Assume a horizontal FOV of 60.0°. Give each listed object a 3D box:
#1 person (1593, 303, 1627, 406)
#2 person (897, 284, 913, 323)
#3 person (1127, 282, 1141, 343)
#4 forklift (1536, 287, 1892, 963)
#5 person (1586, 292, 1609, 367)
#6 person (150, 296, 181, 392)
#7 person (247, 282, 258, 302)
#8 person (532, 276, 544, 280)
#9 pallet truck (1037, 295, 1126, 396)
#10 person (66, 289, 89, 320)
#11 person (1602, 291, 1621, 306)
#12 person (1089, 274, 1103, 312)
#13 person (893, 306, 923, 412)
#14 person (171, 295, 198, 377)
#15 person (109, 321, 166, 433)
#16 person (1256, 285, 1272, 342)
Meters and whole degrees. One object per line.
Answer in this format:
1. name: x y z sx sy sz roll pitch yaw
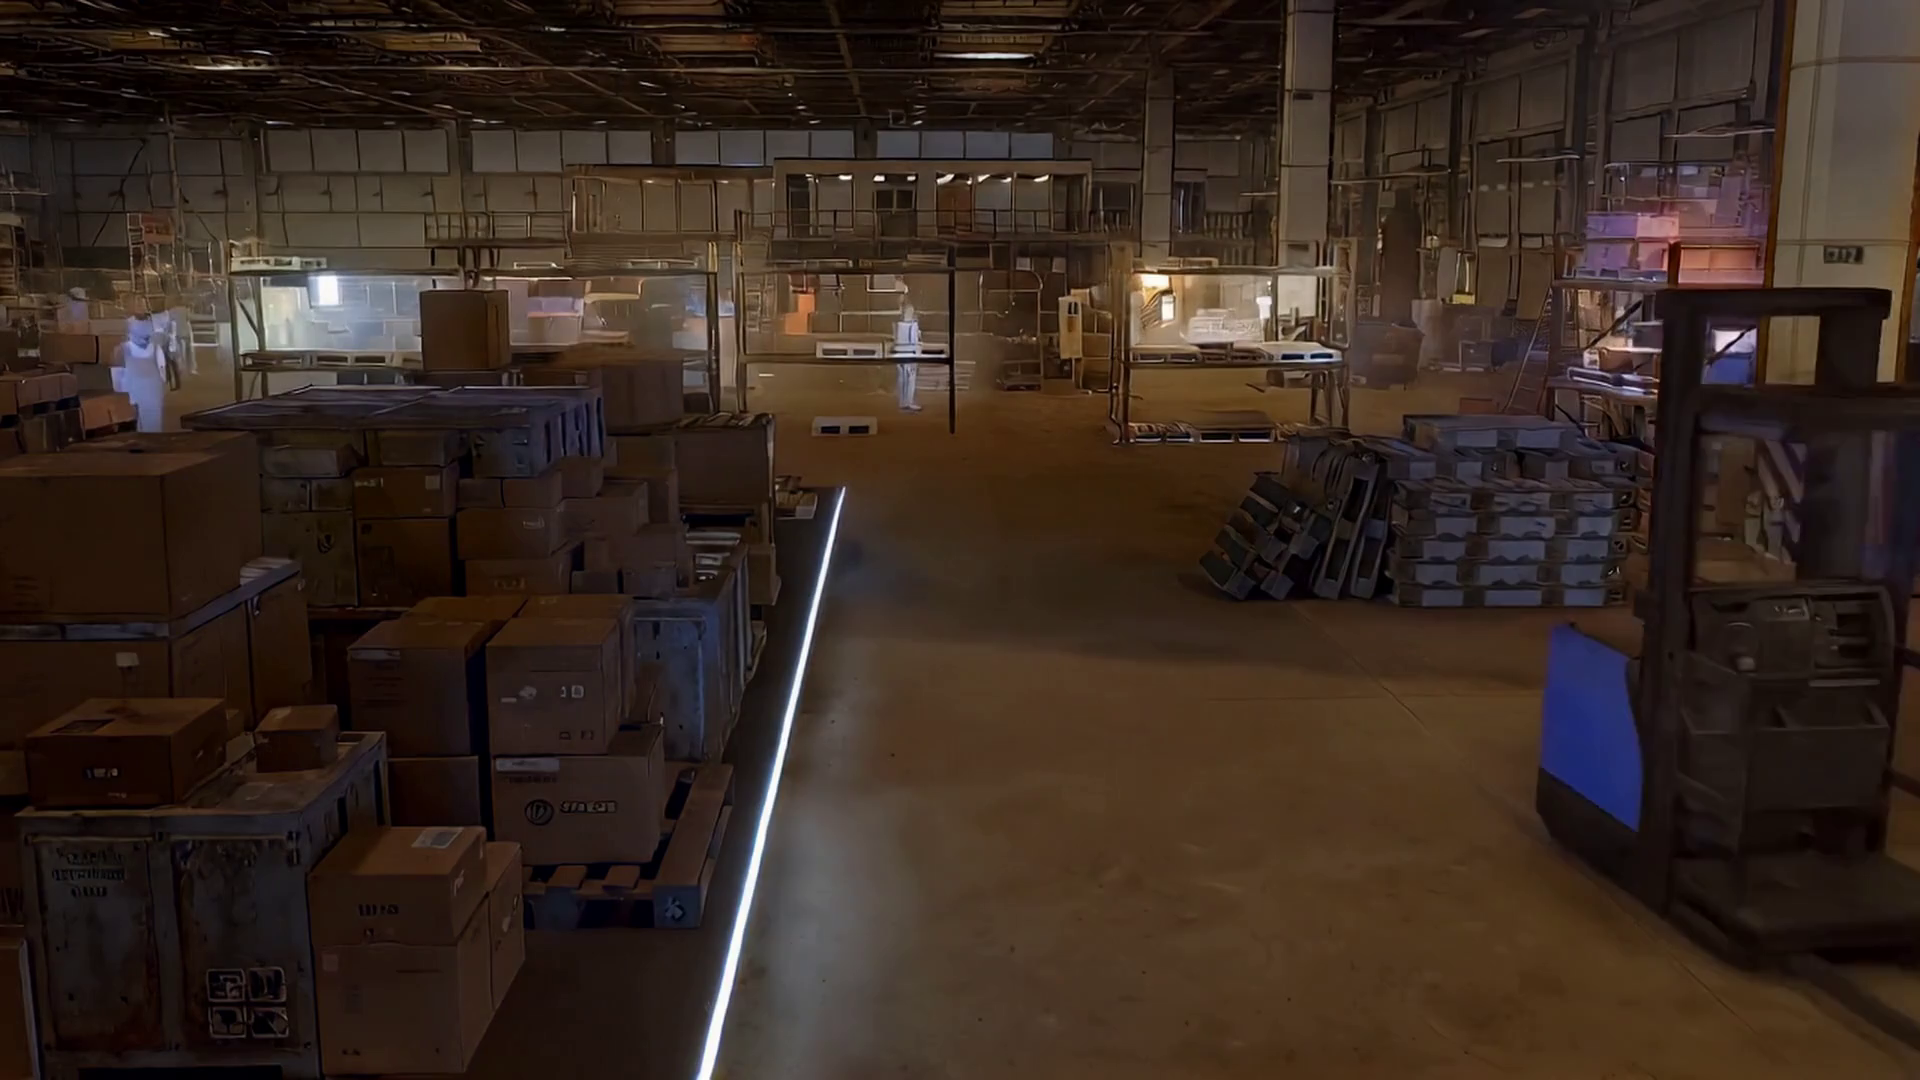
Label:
1. person: 11.999 -3.403 30.705 0.630 1.936 0.514 -1 10 -7
2. person: -1.480 -6.004 45.172 0.479 1.896 0.661 -7 12 -34
3. person: 5.155 -6.790 49.707 0.429 1.840 0.630 5 11 26
4. forklift: 3.623 0.236 7.666 1.129 2.768 1.873 -1 10 -6
5. person: 15.061 -4.916 39.259 0.621 1.845 0.430 -3 11 -18
6. person: -16.123 -3.961 33.662 0.612 1.952 0.389 5 11 26
7. person: -20.007 -6.370 47.247 0.590 1.875 0.907 1 10 8
8. person: -18.698 -11.071 73.683 0.537 1.790 0.972 -1 10 -7
9. pallet truck: 2.483 -3.881 33.060 1.885 1.965 0.823 -7 13 -36
10. person: -21.312 -5.099 40.132 0.913 1.907 0.550 4 11 22
11. person: 16.079 -5.350 41.299 0.408 1.981 0.626 -7 12 -32
12. person: 4.848 -8.691 60.221 0.696 1.861 0.620 -9 14 -41
13. person: -0.931 -3.236 29.786 0.585 1.881 0.337 7 12 34
14. person: -17.547 -4.616 37.649 0.516 1.828 0.946 -3 11 -18
15. person: -11.087 -2.004 22.483 0.756 2.000 1.066 -7 12 -35
16. person: 8.301 -5.996 45.217 0.519 1.865 0.327 5 11 24
